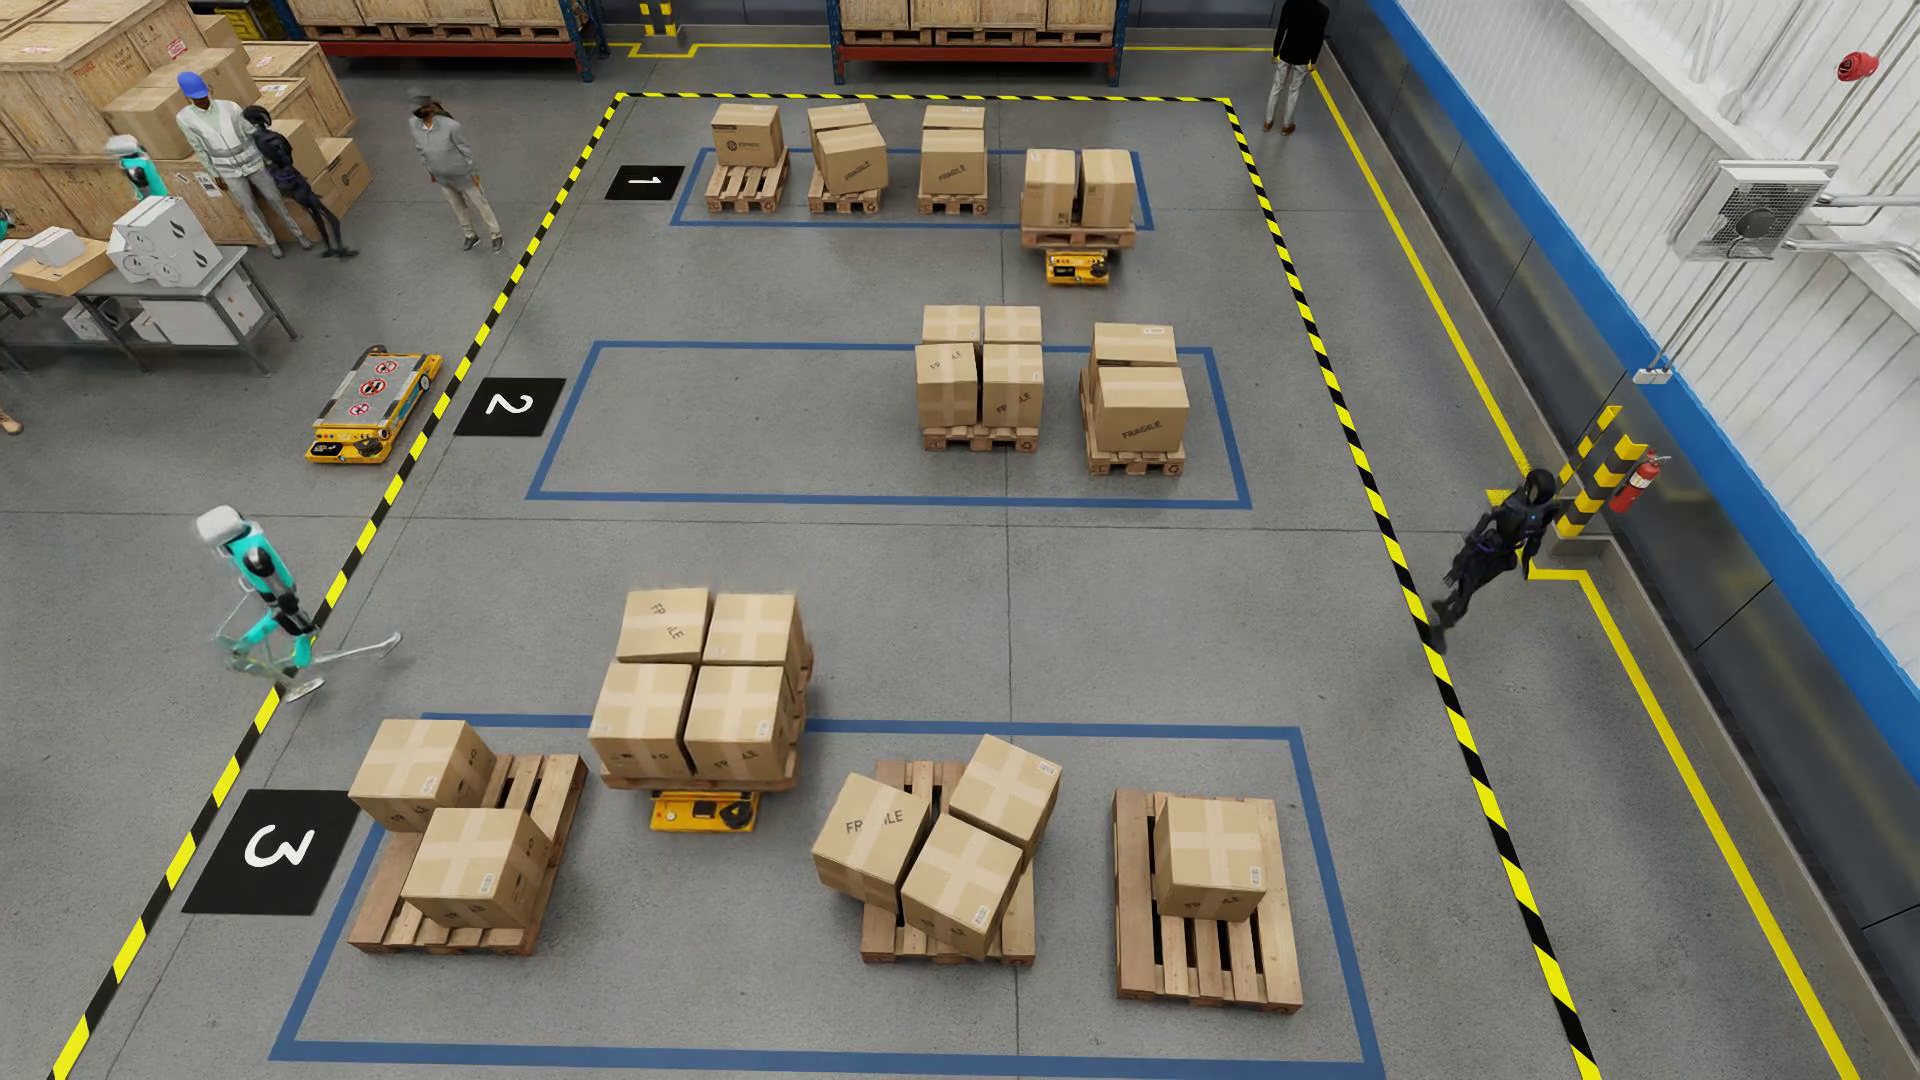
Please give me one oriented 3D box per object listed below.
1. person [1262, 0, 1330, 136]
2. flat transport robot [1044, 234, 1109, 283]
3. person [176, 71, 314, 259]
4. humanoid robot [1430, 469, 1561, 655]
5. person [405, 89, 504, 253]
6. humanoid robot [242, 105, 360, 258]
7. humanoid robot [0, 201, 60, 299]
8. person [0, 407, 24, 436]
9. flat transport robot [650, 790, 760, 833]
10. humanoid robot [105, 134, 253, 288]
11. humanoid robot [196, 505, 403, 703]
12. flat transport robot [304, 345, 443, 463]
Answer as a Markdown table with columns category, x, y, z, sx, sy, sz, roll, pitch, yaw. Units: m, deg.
| category | x | y | z | sx | sy | sz | roll | pitch | yaw |
| --- | --- | --- | --- | --- | --- | --- | --- | --- | --- |
| person | 4.174 | -6.027 | 11.415 | 0.585 | 1.877 | 0.391 | 26 | 55 | 21 |
| flat transport robot | 1.268 | -3.343 | 10.177 | 0.652 | 0.197 | 1.431 | 1 | 50 | 1 |
| person | -7.502 | -3.894 | 9.571 | 0.602 | 1.939 | 0.411 | -31 | 56 | -24 |
| humanoid robot | 3.690 | 0.139 | 6.330 | 0.588 | 1.649 | 0.496 | -7 | 50 | -6 |
| person | -5.335 | -3.872 | 9.661 | 0.572 | 1.764 | 0.402 | 5 | 50 | 4 |
| humanoid robot | -6.931 | -3.725 | 9.592 | 0.595 | 1.656 | 0.340 | 36 | 59 | 27 |
| humanoid robot | -9.852 | -3.108 | 9.086 | 0.846 | 1.850 | 0.546 | -6 | 50 | -5 |
| person | -8.753 | -1.608 | 7.566 | 0.375 | 2.045 | 0.604 | 34 | 58 | 25 |
| flat transport robot | -1.642 | 1.274 | 6.270 | 0.652 | 0.197 | 1.431 | 1 | 50 | 1 |
| humanoid robot | -7.920 | -3.045 | 8.991 | 0.960 | 1.759 | 0.551 | -20 | 53 | -16 |
| humanoid robot | -4.510 | 0.504 | 5.983 | 0.554 | 1.736 | 1.041 | 37 | 59 | 27 |
| flat transport robot | -5.383 | -1.269 | 8.441 | 0.659 | 0.231 | 1.431 | 1 | 50 | 1 |
